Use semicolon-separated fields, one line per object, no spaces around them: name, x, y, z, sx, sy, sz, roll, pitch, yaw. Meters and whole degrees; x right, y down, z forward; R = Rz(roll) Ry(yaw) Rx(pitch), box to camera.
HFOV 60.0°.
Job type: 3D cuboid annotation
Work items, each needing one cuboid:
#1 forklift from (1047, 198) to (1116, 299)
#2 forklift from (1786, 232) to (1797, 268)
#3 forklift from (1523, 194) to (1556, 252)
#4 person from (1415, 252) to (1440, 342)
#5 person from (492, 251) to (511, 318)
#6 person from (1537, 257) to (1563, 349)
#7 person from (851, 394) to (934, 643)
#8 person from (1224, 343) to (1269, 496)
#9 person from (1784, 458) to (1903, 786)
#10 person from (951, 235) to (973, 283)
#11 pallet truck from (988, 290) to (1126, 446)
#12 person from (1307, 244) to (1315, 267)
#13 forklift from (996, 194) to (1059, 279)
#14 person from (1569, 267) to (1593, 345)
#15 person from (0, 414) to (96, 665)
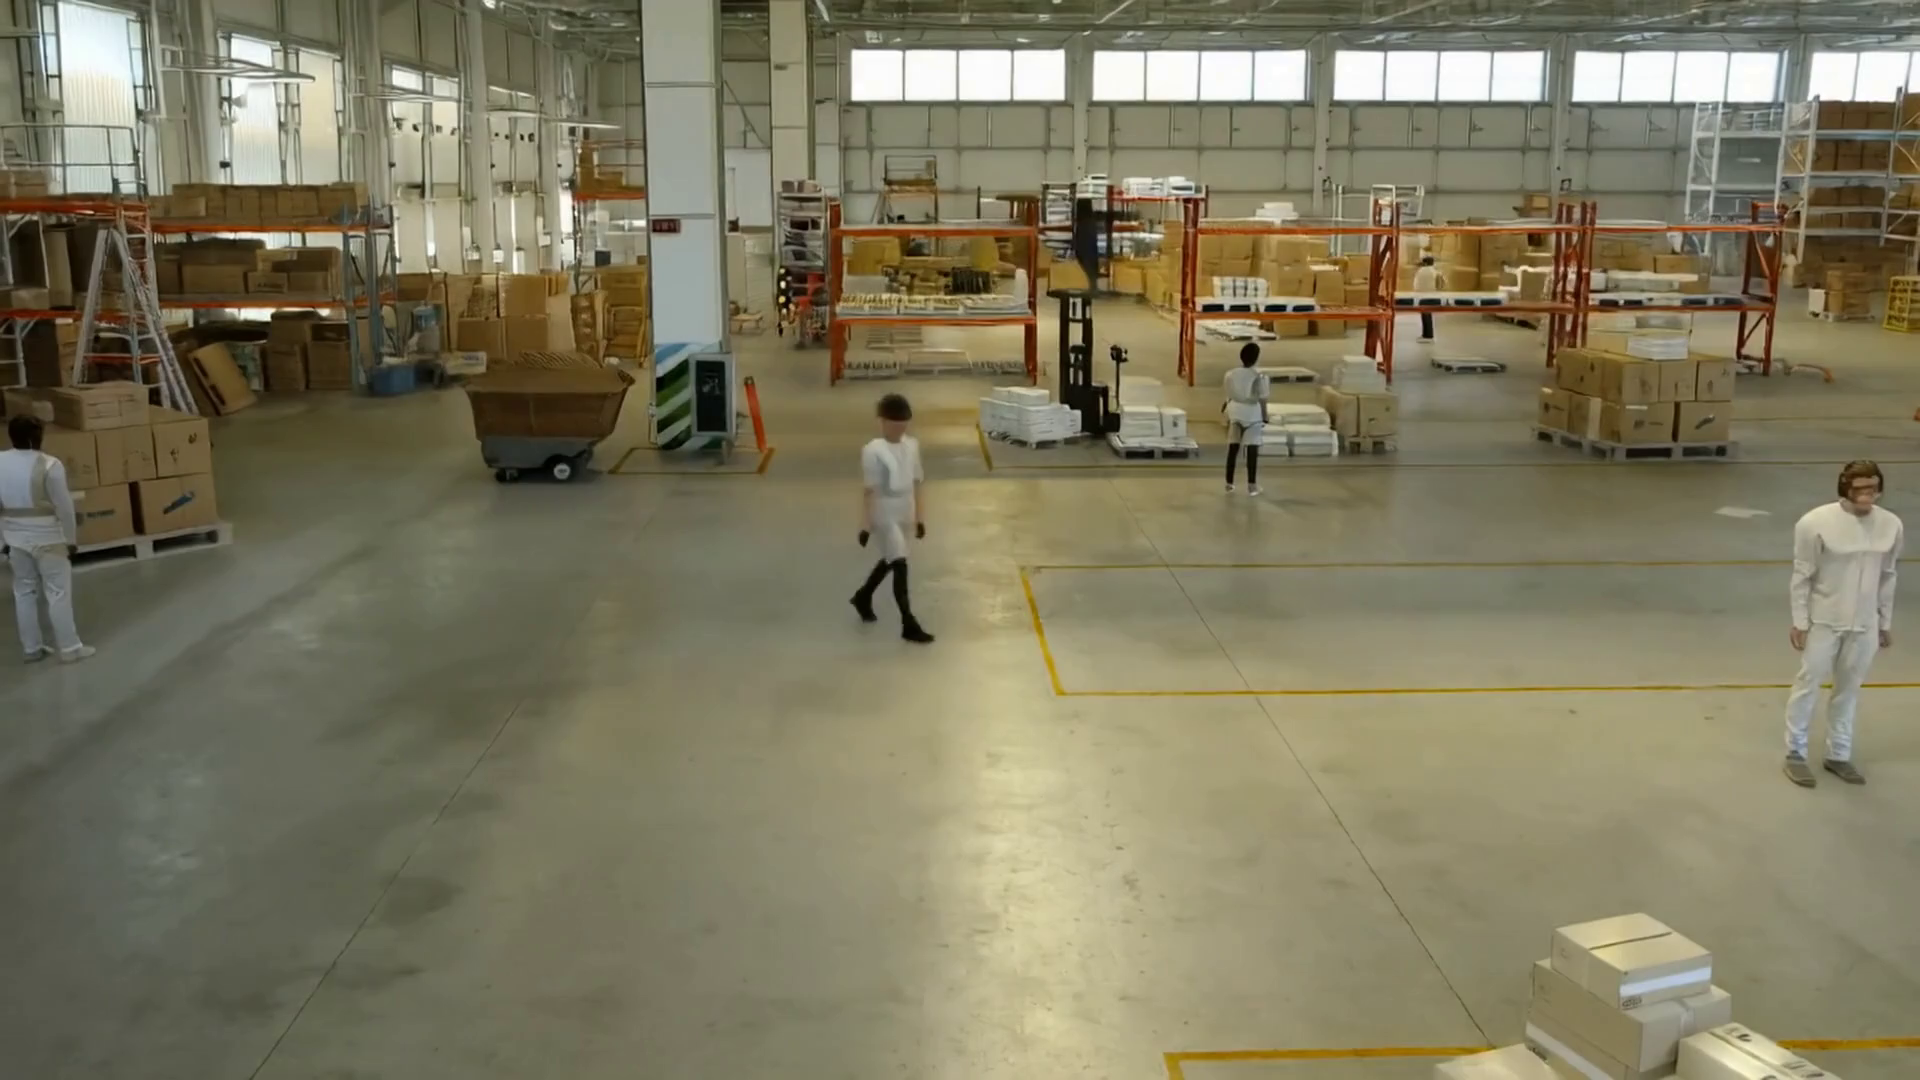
forklift;3.425;-8.208;46.778;1.873;2.768;1.129;0;12;-2
forklift;30.449;-11.243;60.484;1.873;2.768;1.129;0;12;-2
forklift;18.884;-9.896;54.402;1.129;2.768;1.873;0;12;-2
person;9.919;-5.156;35.296;0.601;1.883;0.678;-7;14;-28
person;-11.302;-6.263;40.849;0.324;1.631;0.522;-10;16;-39
person;12.025;-4.775;33.582;0.638;1.862;0.620;2;13;8
person;-0.566;-0.203;12.893;0.975;1.901;0.552;12;17;43
person;3.175;-1.337;18.476;0.533;1.690;0.321;9;15;36
person;5.143;0.480;9.699;0.627;1.940;0.372;-1;13;-4
person;0.120;-8.267;49.243;0.736;1.917;0.640;-7;14;-29
pallet truck;1.257;-2.299;22.111;1.885;1.965;0.823;-9;15;-35
person;7.995;-5.940;38.765;0.781;1.909;0.642;-4;13;-17
forklift;2.299;-10.218;55.856;1.873;2.768;1.129;-7;14;-28
person;12.915;-4.824;34.382;0.607;1.616;0.546;3;13;12
person;-6.683;0.002;12.080;0.622;1.844;0.429;2;13;8
